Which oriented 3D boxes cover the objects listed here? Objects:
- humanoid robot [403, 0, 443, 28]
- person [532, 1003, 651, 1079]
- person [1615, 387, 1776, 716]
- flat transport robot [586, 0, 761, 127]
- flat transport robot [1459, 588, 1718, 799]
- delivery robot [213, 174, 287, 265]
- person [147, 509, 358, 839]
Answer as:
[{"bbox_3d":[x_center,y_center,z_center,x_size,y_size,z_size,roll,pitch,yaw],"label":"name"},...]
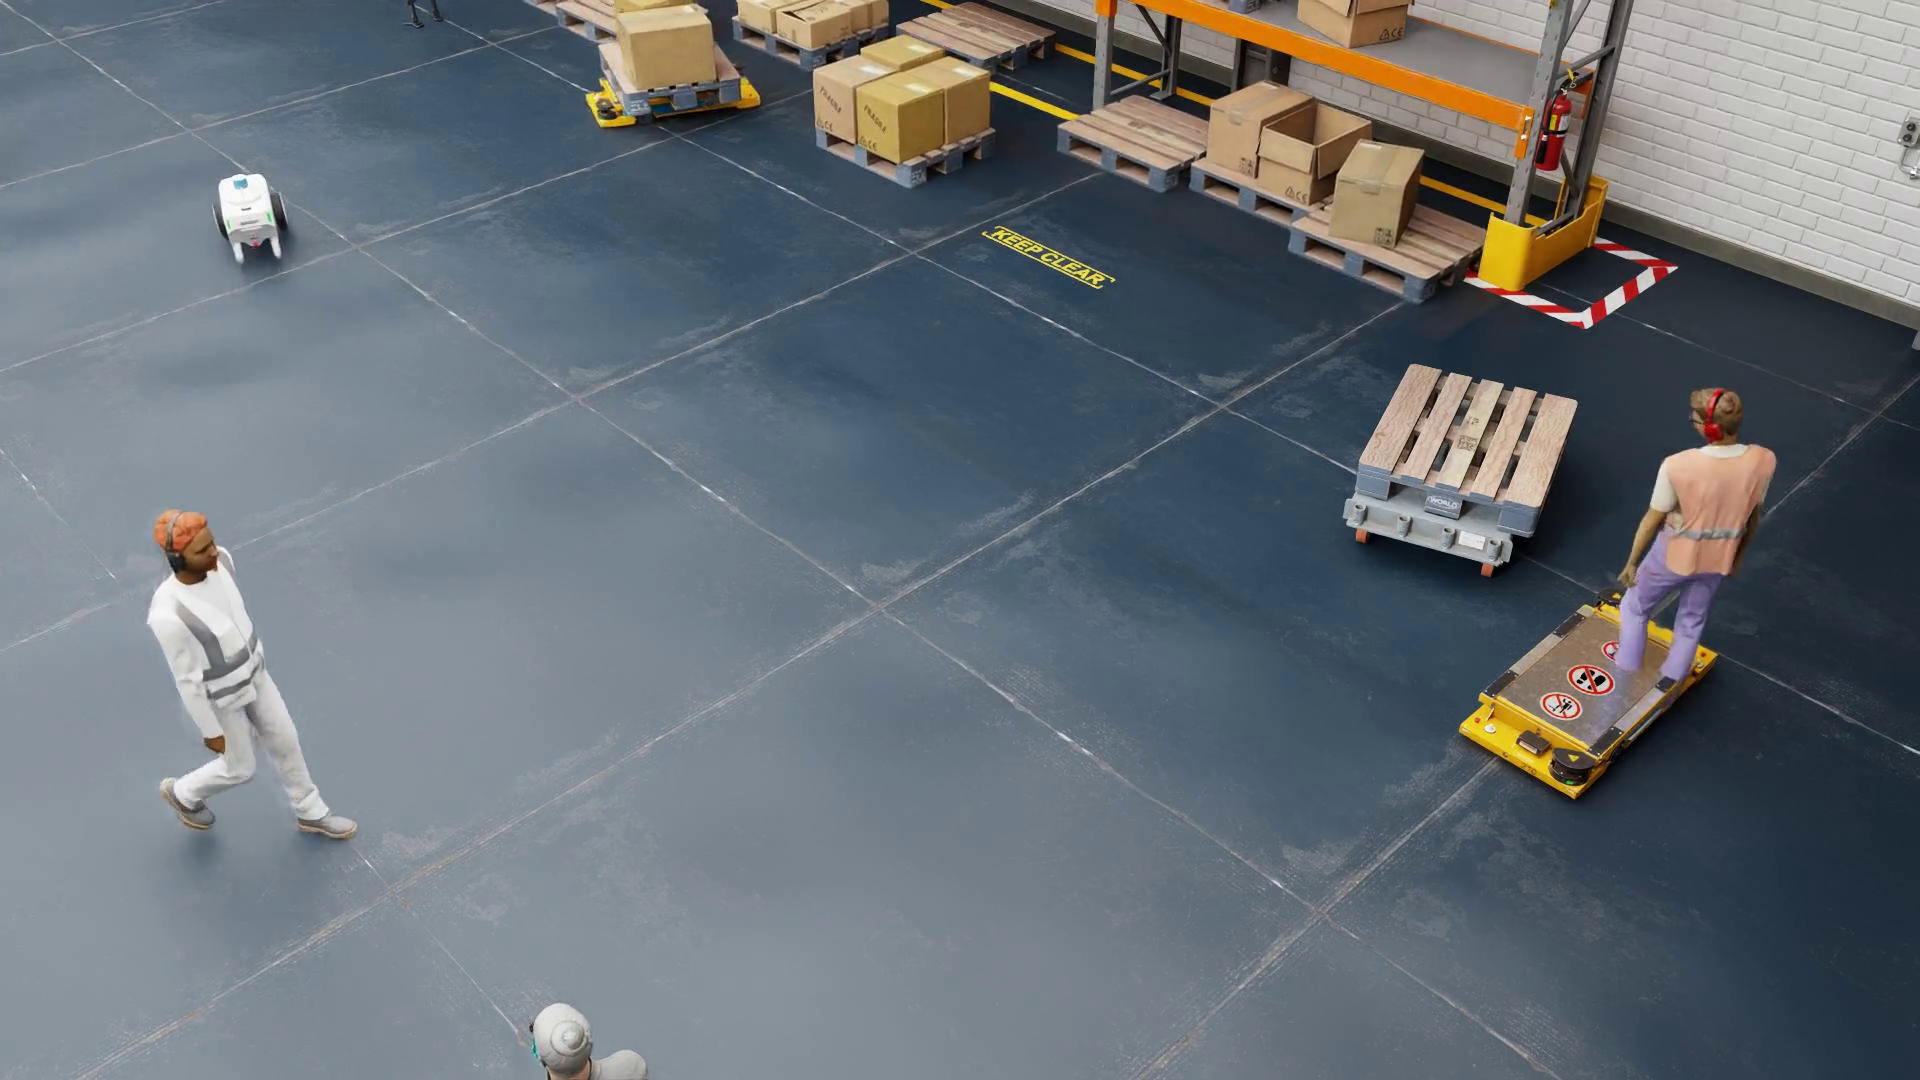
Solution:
[{"bbox_3d":[-5.370,-5.816,16.053,0.599,1.657,0.315,-30,46,-33],"label":"humanoid robot"},{"bbox_3d":[-1.183,2.105,5.446,0.508,1.839,0.340,-30,46,-34],"label":"person"},{"bbox_3d":[3.548,0.095,8.125,0.622,1.820,0.408,-2,37,-3],"label":"person"},{"bbox_3d":[-2.550,-3.955,14.769,1.431,0.231,0.659,-13,39,-16],"label":"flat transport robot"},{"bbox_3d":[3.247,0.756,8.532,1.431,0.231,0.659,-30,46,-33],"label":"flat transport robot"},{"bbox_3d":[-5.376,-2.469,12.571,0.499,0.602,0.801,-14,39,-18],"label":"delivery robot"},{"bbox_3d":[-3.281,0.643,7.366,0.783,1.861,0.579,6,37,8],"label":"person"}]
